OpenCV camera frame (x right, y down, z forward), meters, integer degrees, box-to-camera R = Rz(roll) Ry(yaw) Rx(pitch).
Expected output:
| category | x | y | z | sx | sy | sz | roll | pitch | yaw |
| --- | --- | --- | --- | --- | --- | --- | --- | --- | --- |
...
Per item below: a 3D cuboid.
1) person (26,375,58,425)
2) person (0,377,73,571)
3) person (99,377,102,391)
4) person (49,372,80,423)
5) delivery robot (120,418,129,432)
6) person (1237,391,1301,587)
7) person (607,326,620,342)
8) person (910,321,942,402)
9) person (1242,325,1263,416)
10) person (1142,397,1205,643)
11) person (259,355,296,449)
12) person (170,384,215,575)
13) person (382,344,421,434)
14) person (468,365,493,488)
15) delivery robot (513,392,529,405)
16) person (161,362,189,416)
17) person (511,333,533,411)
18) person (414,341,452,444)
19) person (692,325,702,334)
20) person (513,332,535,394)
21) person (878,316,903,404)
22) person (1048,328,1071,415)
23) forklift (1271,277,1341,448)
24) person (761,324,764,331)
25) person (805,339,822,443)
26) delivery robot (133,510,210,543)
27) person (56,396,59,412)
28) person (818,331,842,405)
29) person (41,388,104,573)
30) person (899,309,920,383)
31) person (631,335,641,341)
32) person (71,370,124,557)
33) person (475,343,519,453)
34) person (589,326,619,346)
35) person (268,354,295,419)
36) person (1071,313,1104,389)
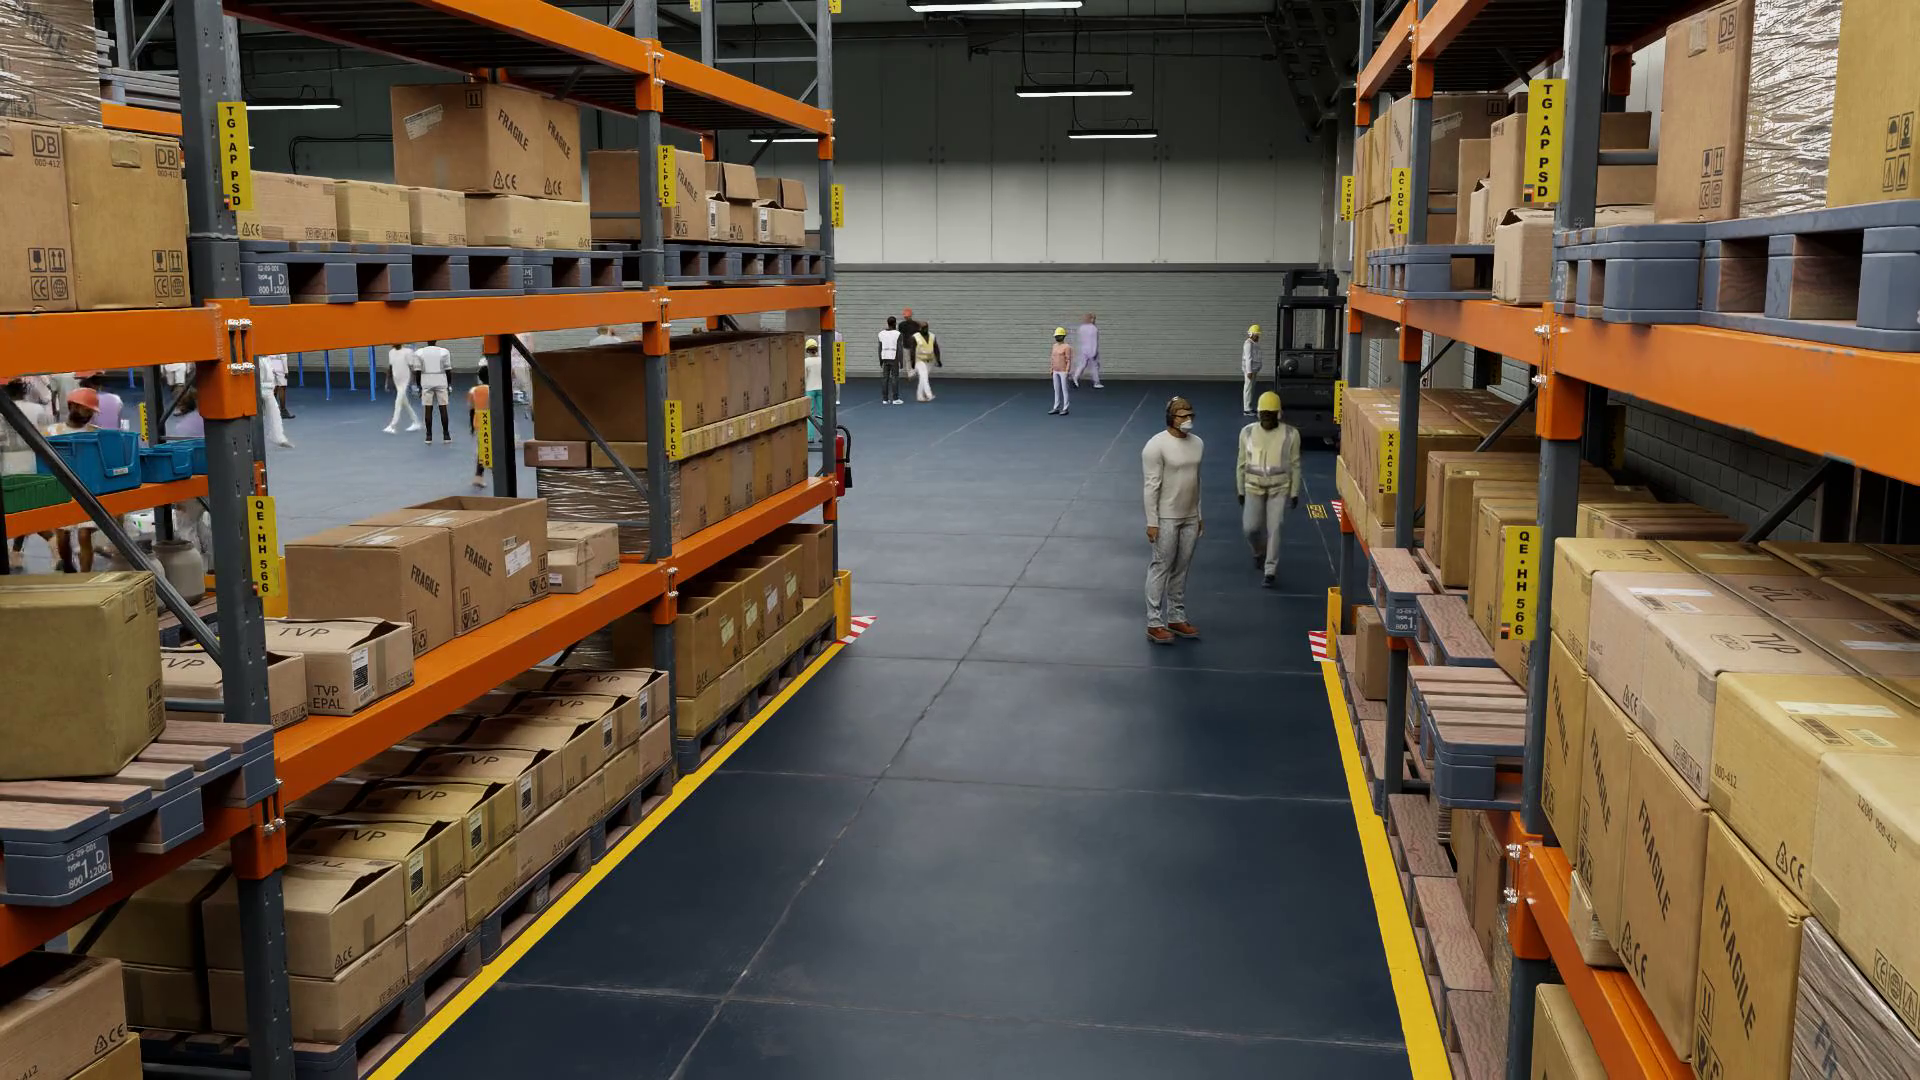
| category | x | y | z | sx | sy | sz | roll | pitch | yaw |
| --- | --- | --- | --- | --- | --- | --- | --- | --- | --- |
| person | -16.201 | -2.737 | 29.318 | 0.869 | 1.838 | 0.661 | -6 | 11 | -31 |
| person | -9.053 | -0.678 | 16.145 | 0.952 | 2.008 | 0.611 | 3 | 10 | 16 |
| person | -15.186 | -2.576 | 29.024 | 0.754 | 1.613 | 0.517 | -7 | 11 | -35 |
| person | -12.464 | -1.771 | 23.341 | 0.511 | 1.850 | 0.504 | -6 | 11 | -32 |
| delivery robot | -14.380 | -1.905 | 27.979 | 0.477 | 0.478 | 0.707 | 7 | 11 | 36 |
| person | 2.884 | -0.492 | 15.549 | 0.597 | 1.818 | 0.512 | 3 | 10 | 18 |
| person | -8.137 | -4.212 | 39.092 | 0.542 | 1.621 | 0.506 | 5 | 10 | 28 |
| person | -0.736 | -3.953 | 36.951 | 0.633 | 1.781 | 0.989 | -7 | 11 | -35 |
| person | 5.924 | -3.441 | 33.706 | 0.404 | 1.825 | 0.586 | 3 | 10 | 20 |
| person | 1.699 | -0.168 | 13.164 | 0.635 | 1.937 | 0.354 | -8 | 12 | -41 |
| person | -11.496 | -2.403 | 27.273 | 0.949 | 1.848 | 0.587 | 0 | 9 | -2 |
| person | -7.049 | -0.485 | 15.247 | 0.444 | 1.899 | 0.661 | 0 | 9 | 2 |
| person | -10.142 | -2.852 | 30.111 | 0.563 | 1.819 | 0.980 | 5 | 11 | 29 |
| person | -6.406 | -1.547 | 22.557 | 0.542 | 1.651 | 0.881 | 4 | 10 | 21 |
| delivery robot | -8.597 | -2.774 | 32.542 | 0.335 | 0.223 | 0.698 | -4 | 10 | -22 |
| person | -15.922 | -3.489 | 33.764 | 0.548 | 1.913 | 0.776 | -2 | 9 | -11 |
| person | -9.276 | -3.609 | 34.534 | 1.017 | 1.889 | 0.639 | -4 | 10 | -26 |
| person | -8.926 | -2.623 | 28.223 | 0.603 | 1.966 | 0.368 | -3 | 10 | -16 |
| person | -5.178 | -3.320 | 32.891 | 0.507 | 1.847 | 0.351 | 2 | 10 | 15 |
| person | -10.393 | -4.430 | 39.764 | 0.817 | 1.853 | 0.711 | -9 | 13 | -44 |
| person | -1.525 | -3.960 | 36.615 | 0.591 | 1.918 | 0.379 | 5 | 10 | 28 |
| person | 2.036 | -3.433 | 33.834 | 0.313 | 1.769 | 0.523 | -8 | 12 | -41 |
| forklift | 5.847 | -3.016 | 27.970 | 1.129 | 2.768 | 1.873 | 1 | 9 | 9 |
| person | -3.561 | -2.903 | 29.854 | 0.855 | 2.000 | 0.688 | 3 | 10 | 17 |
| person | -2.501 | -2.527 | 28.259 | 0.527 | 1.763 | 0.332 | -7 | 11 | -36 |
| delivery robot | -8.212 | -0.177 | 17.322 | 0.707 | 0.478 | 0.477 | -6 | 11 | -33 |
| person | -18.158 | -3.524 | 33.691 | 0.612 | 1.995 | 0.377 | -2 | 9 | -10 |
| person | -2.838 | -3.879 | 36.127 | 0.590 | 1.914 | 0.395 | -7 | 11 | -35 |
| person | -7.794 | -0.389 | 14.680 | 0.578 | 1.889 | 0.451 | -5 | 10 | -26 |
| person | -1.330 | -5.138 | 43.896 | 0.626 | 1.929 | 1.100 | 1 | 9 | 5 |
| person | -6.625 | -3.376 | 33.958 | 0.516 | 1.600 | 0.773 | -7 | 12 | -39 |
| person | -8.834 | -0.826 | 16.973 | 0.605 | 2.027 | 0.618 | 4 | 10 | 22 |
| person | -7.534 | -2.337 | 26.953 | 0.630 | 1.813 | 0.835 | 8 | 12 | 39 |
| person | -7.023 | -3.371 | 33.046 | 0.641 | 1.911 | 0.822 | -7 | 11 | -36 |
| person | -13.532 | -3.390 | 33.042 | 0.542 | 1.939 | 0.359 | 6 | 11 | 31 |
| person | 3.184 | -4.693 | 41.248 | 0.860 | 1.881 | 0.640 | -8 | 12 | -42 |
